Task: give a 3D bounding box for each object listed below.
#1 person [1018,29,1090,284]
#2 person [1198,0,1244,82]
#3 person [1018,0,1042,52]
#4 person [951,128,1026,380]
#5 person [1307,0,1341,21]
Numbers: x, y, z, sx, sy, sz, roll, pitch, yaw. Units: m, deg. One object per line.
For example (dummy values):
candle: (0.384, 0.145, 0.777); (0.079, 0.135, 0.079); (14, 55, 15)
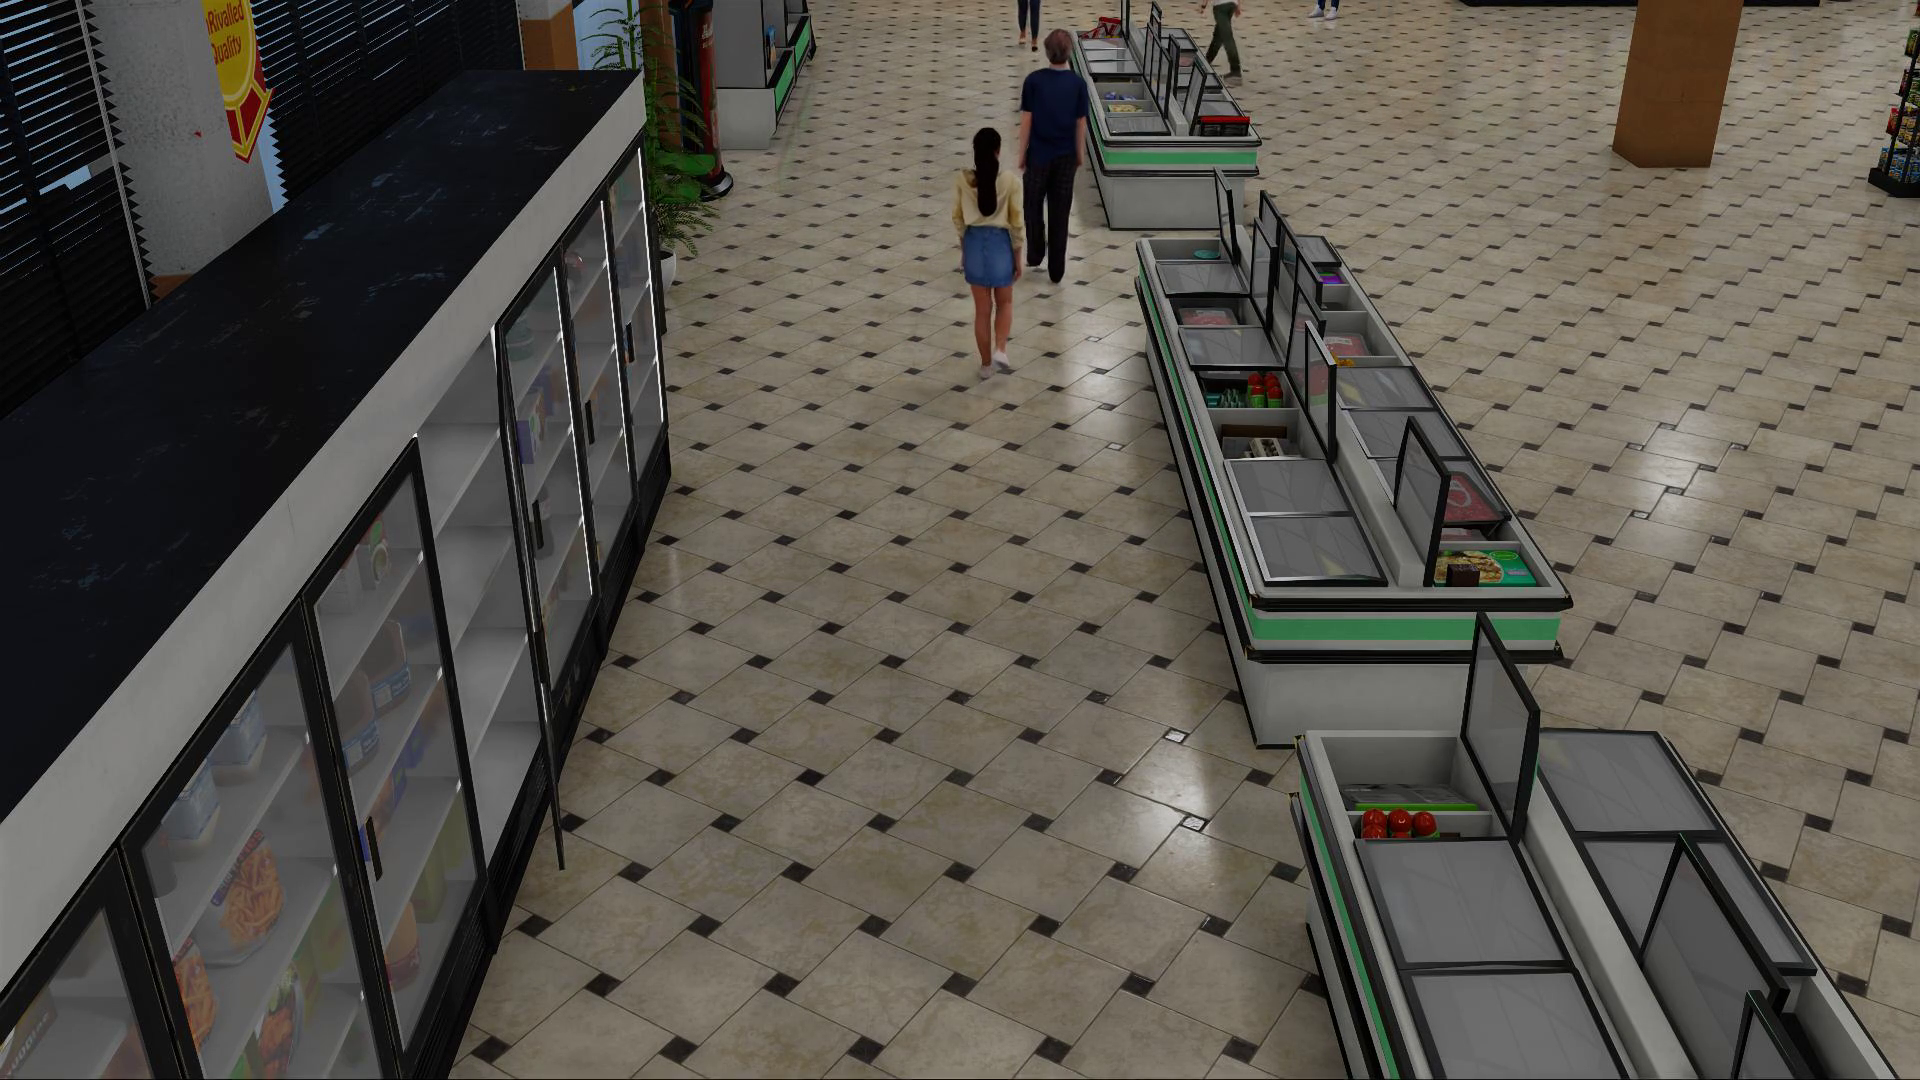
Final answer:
person: (0.697, -2.821, 12.410); (0.704, 1.853, 0.724); (-2, 27, -3)
person: (3.092, -6.090, 19.129); (1.003, 1.606, 1.197); (-17, 31, -29)
person: (0.843, -7.041, 20.871); (0.614, 1.727, 1.167); (-1, 27, -1)
person: (0.162, -1.788, 10.631); (0.666, 1.620, 0.687); (4, 27, 8)
person: (5.152, -8.167, 22.939); (0.781, 1.864, 0.837); (24, 35, 39)
